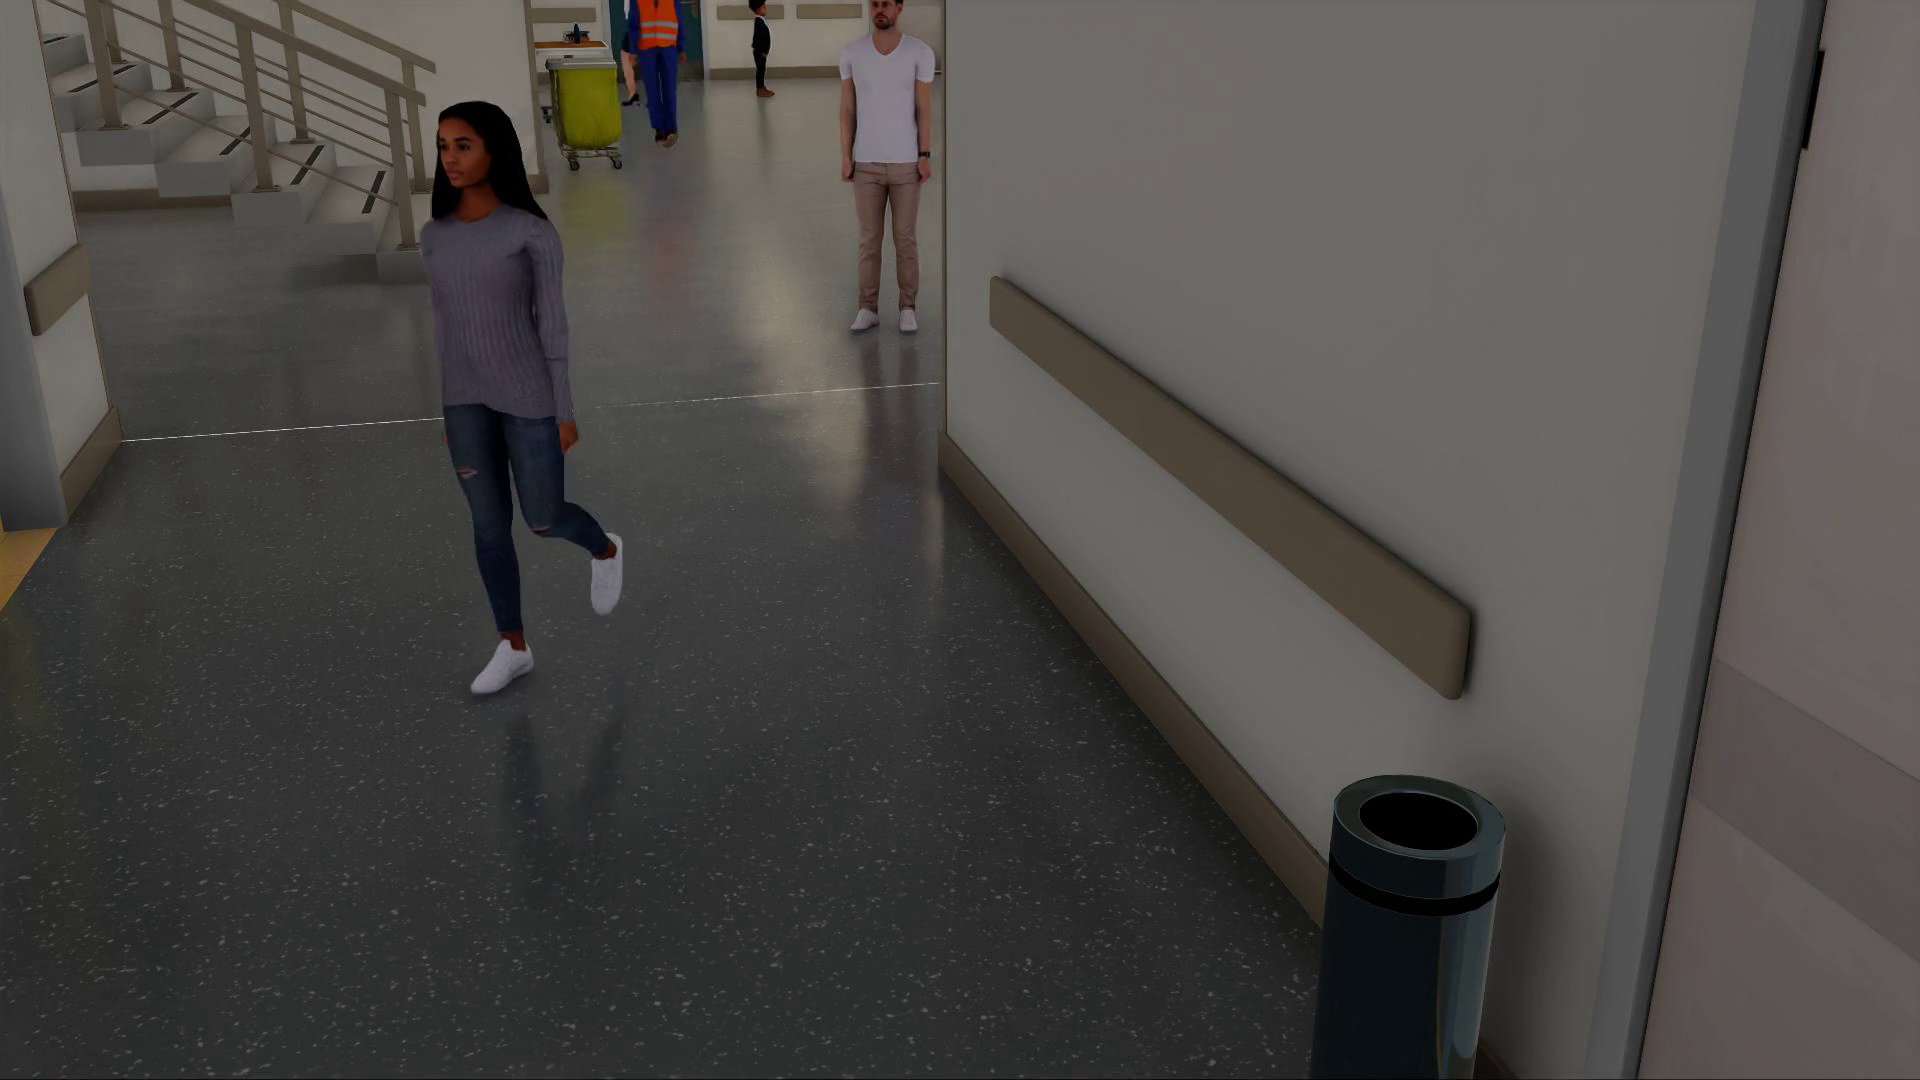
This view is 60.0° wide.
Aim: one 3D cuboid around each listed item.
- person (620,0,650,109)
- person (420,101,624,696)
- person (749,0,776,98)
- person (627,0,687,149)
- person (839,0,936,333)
[{"bbox_3d":[-3.694,-5.909,19.585,0.836,1.631,0.765,8,22,20],"label":"person"},{"bbox_3d":[-1.307,-0.428,4.983,0.960,1.725,0.958,7,22,18],"label":"person"},{"bbox_3d":[-2.535,-6.273,21.118,0.512,1.227,0.517,-4,21,-9],"label":"person"},{"bbox_3d":[-2.978,-4.772,16.334,1.139,1.808,0.802,-5,21,-12],"label":"person"},{"bbox_3d":[-0.397,-2.097,9.158,0.669,1.888,0.818,2,21,6],"label":"person"}]
